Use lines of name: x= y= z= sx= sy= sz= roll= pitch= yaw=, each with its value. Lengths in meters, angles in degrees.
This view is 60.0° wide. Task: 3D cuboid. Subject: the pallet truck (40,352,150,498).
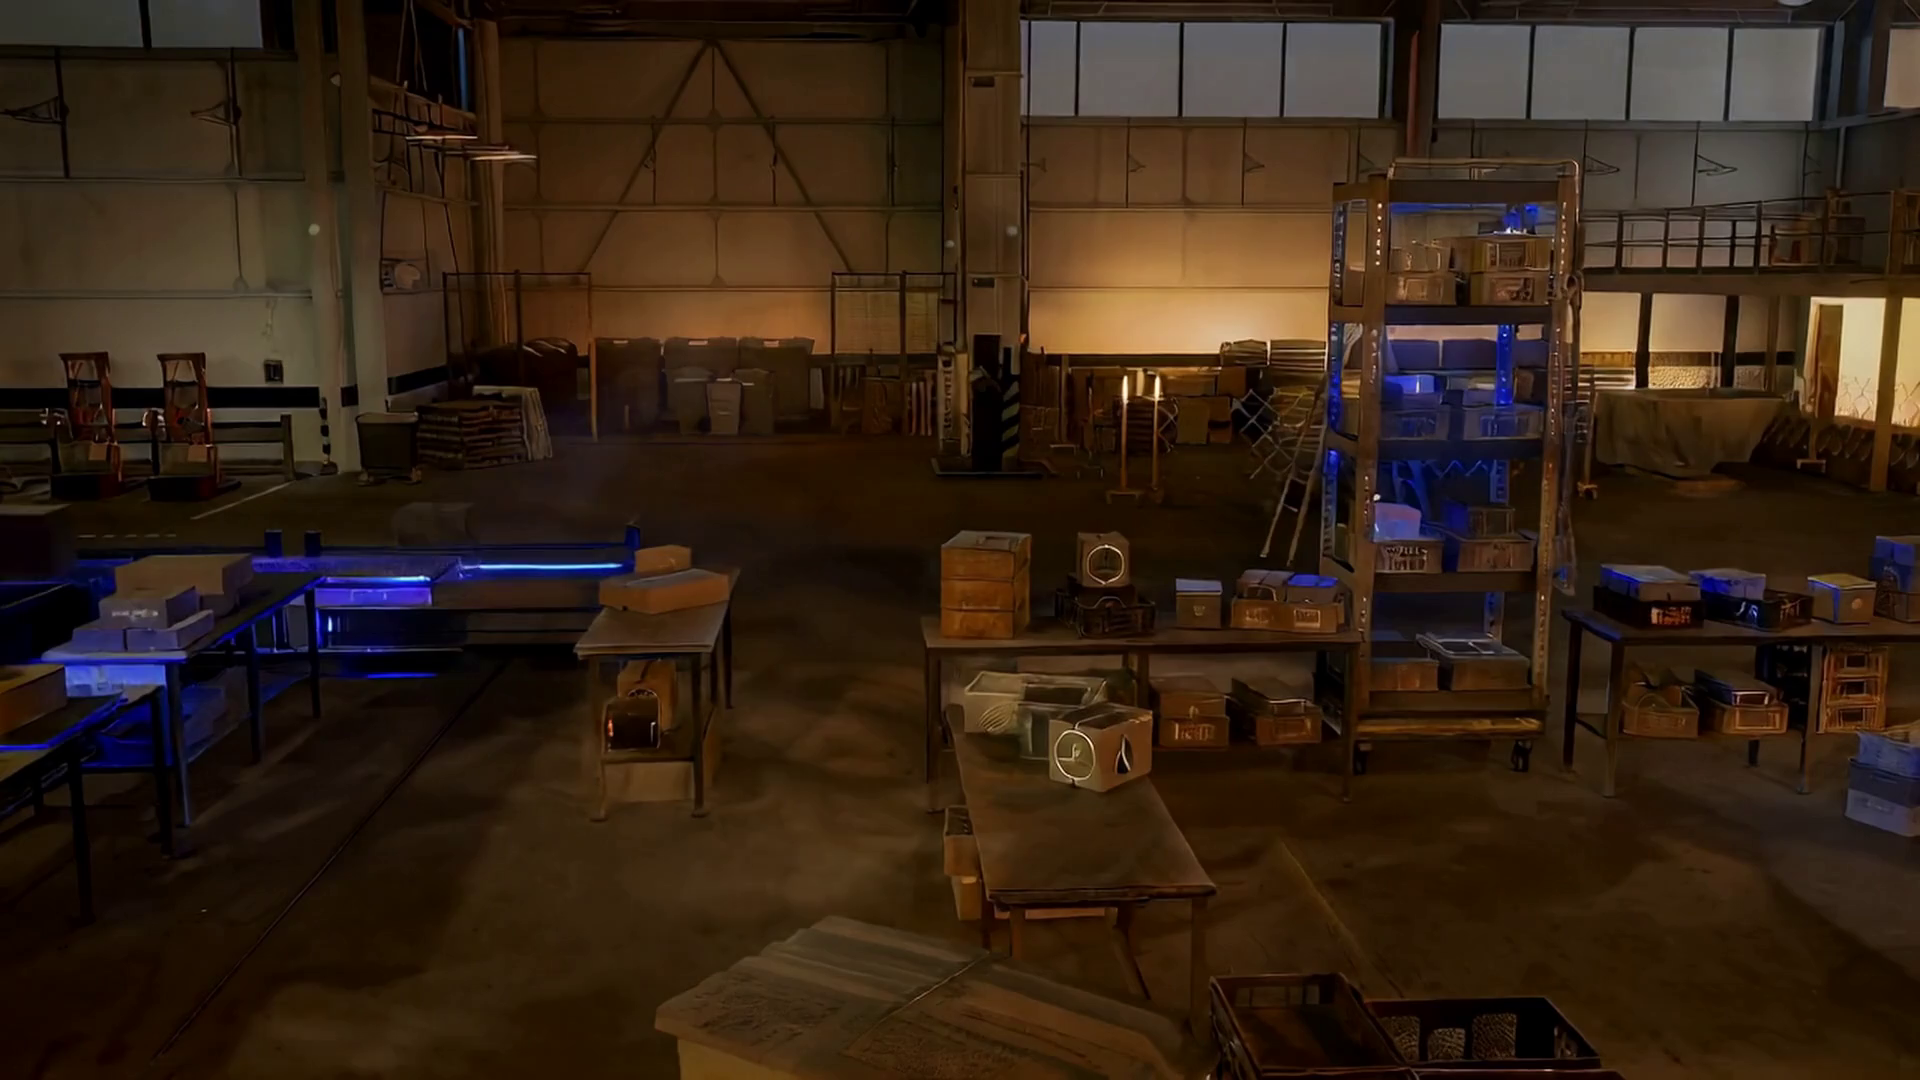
pallet truck: x=-11.907 y=-1.642 z=23.165 sx=0.823 sy=1.965 sz=1.885 roll=0 pitch=9 yaw=0

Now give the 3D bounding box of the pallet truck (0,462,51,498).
pallet truck: x=-13.193 y=-1.293 z=23.148 sx=0.653 sy=1.274 sz=1.630 roll=-1 pitch=9 yaw=-4

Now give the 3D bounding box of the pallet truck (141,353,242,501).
pallet truck: x=-10.520 y=-1.604 z=22.925 sx=0.823 sy=1.965 sz=1.885 roll=-1 pitch=9 yaw=-6
